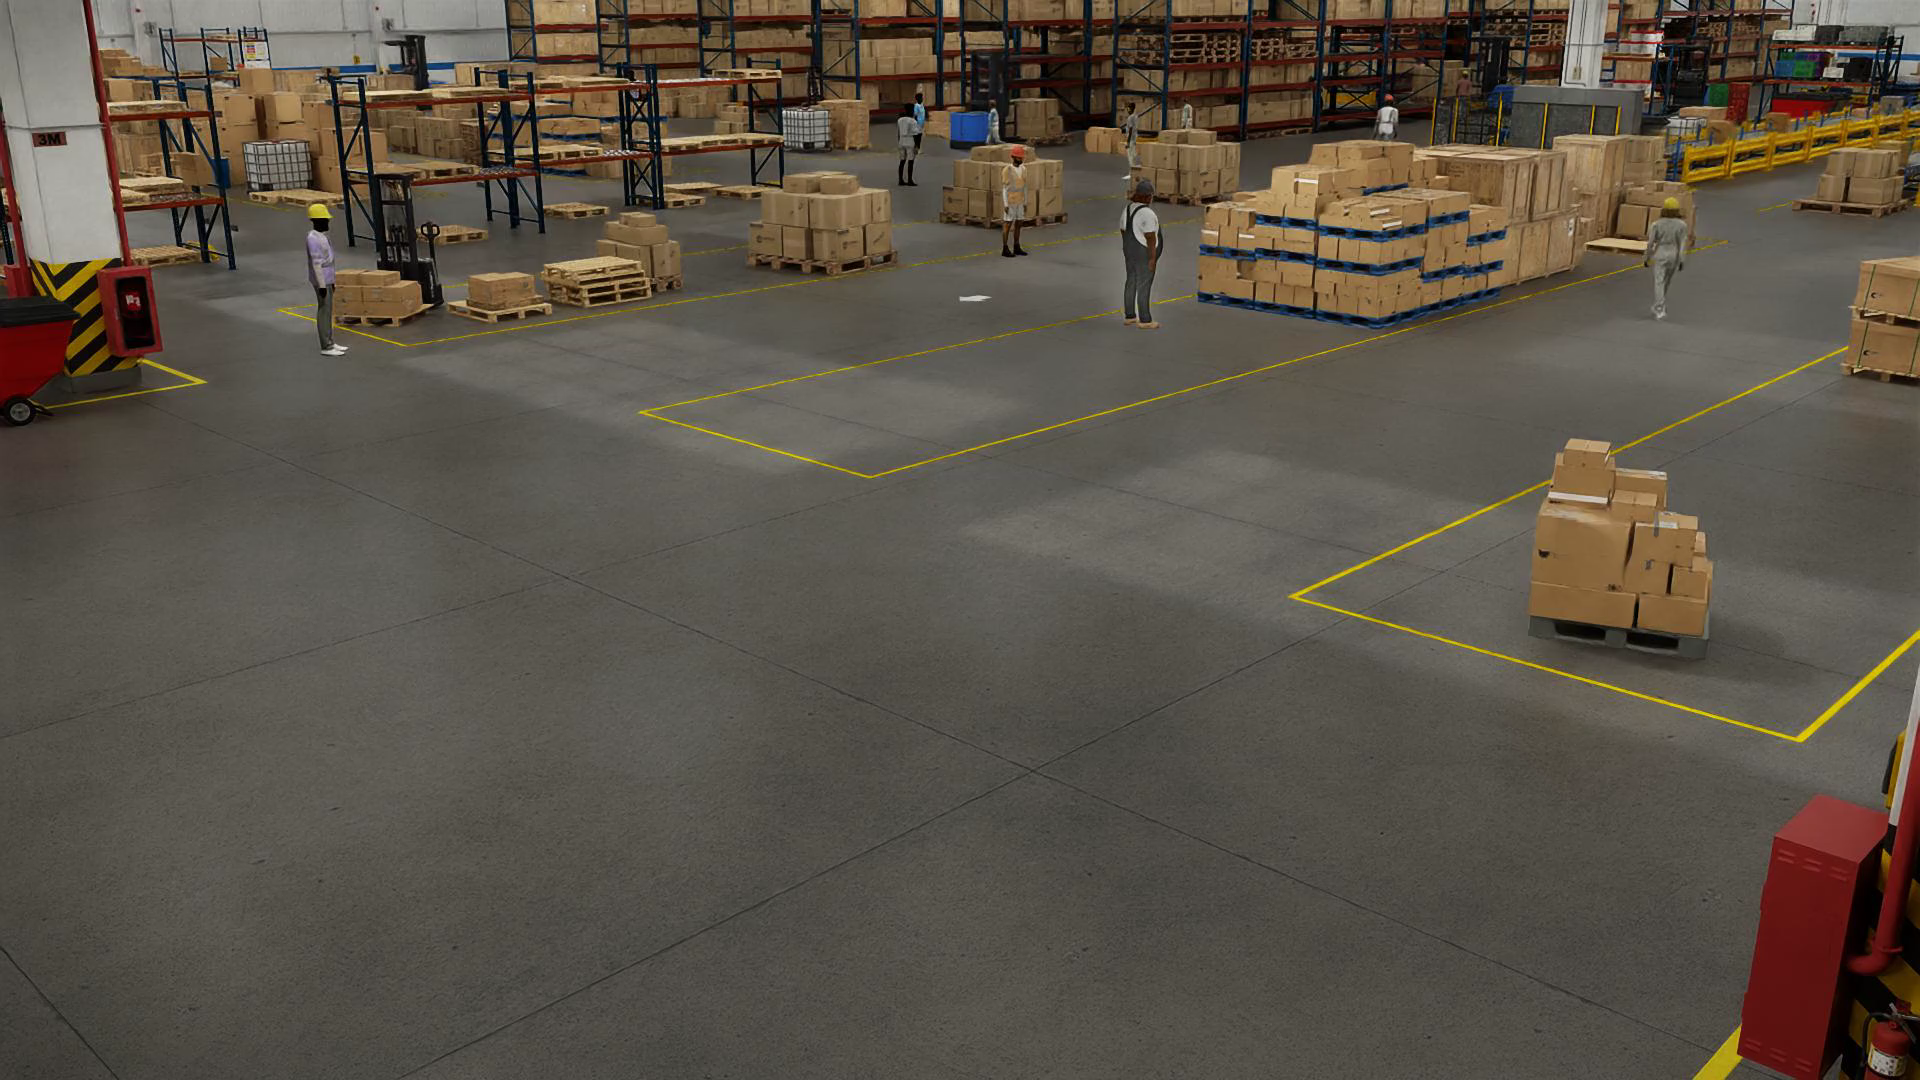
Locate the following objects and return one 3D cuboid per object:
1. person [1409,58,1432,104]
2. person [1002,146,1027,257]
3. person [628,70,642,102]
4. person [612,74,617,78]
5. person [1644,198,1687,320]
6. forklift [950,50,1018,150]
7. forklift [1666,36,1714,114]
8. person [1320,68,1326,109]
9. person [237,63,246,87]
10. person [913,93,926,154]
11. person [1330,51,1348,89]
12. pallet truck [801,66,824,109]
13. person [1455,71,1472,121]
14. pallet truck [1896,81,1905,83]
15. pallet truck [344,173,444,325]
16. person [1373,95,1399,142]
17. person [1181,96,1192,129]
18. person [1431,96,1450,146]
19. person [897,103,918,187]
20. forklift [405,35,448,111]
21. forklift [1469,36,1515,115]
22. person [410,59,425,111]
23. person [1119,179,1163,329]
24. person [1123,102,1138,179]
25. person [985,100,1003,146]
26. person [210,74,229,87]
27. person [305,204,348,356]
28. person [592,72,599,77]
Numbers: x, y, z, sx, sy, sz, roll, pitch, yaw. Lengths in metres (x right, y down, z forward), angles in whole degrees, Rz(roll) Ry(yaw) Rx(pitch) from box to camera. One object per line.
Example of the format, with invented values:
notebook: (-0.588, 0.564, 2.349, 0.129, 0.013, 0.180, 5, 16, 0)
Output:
person: (18.745, -18.647, 67.589, 1.031, 1.849, 0.648, -9, 20, -26)
person: (0.983, -5.927, 29.138, 0.541, 1.928, 0.398, -16, 24, -40)
person: (-11.032, -14.861, 56.082, 0.595, 1.914, 0.404, -9, 20, -26)
person: (-10.968, -13.993, 53.452, 0.639, 1.916, 0.750, -5, 19, -14)
person: (10.070, -4.017, 23.734, 0.500, 1.701, 0.889, 3, 19, 8)
forklift: (0.682, -12.765, 48.241, 1.129, 2.768, 1.873, 17, 25, 41)
forklift: (27.341, -17.291, 61.877, 1.129, 2.768, 1.873, 17, 25, 41)
person: (13.382, -16.894, 62.003, 0.403, 2.036, 0.609, -5, 19, -14)
person: (-25.554, -16.007, 59.392, 0.611, 1.996, 0.379, 9, 21, 26)
person: (-1.158, -11.850, 47.333, 0.315, 1.696, 0.540, 7, 19, 19)
person: (17.188, -21.188, 75.295, 0.901, 1.802, 0.654, -16, 24, -39)
pallet truck: (-4.812, -15.182, 56.903, 0.823, 1.965, 1.885, -9, 21, -26)
person: (17.903, -15.810, 59.240, 0.528, 1.709, 0.940, 3, 19, 8)
pallet truck: (34.802, -16.331, 61.455, 0.653, 1.274, 1.630, 17, 25, 41)
pallet truck: (-8.209, -4.181, 23.757, 0.823, 1.965, 1.885, 3, 19, 9)
person: (11.179, -10.757, 43.808, 0.576, 1.873, 0.928, 16, 24, 40)
person: (6.408, -11.735, 47.077, 0.313, 1.639, 0.523, 7, 20, 20)
person: (13.650, -11.835, 47.422, 0.538, 1.606, 0.730, 15, 24, 38)
person: (-1.231, -9.367, 39.455, 0.606, 1.958, 0.379, 15, 24, 38)
forklift: (-20.707, -17.881, 63.655, 1.129, 2.768, 1.873, 17, 25, 41)
forklift: (19.973, -17.201, 61.605, 1.873, 2.768, 1.129, 16, 24, 40)
person: (-20.905, -17.466, 63.884, 0.549, 1.936, 0.368, 5, 19, 15)
person: (2.544, -3.961, 23.029, 0.536, 2.000, 0.673, -10, 21, -27)
person: (4.222, -9.855, 41.062, 0.315, 1.864, 0.528, 9, 20, 24)
person: (0.973, -11.378, 46.071, 0.859, 1.599, 0.531, 0, 18, 1)
person: (-24.003, -14.164, 54.013, 0.632, 1.898, 1.027, -9, 21, -26)
person: (-8.145, -3.336, 21.321, 0.366, 1.927, 0.585, -4, 19, -11)
person: (-12.233, -14.792, 55.994, 0.452, 1.828, 0.630, -14, 23, -36)
